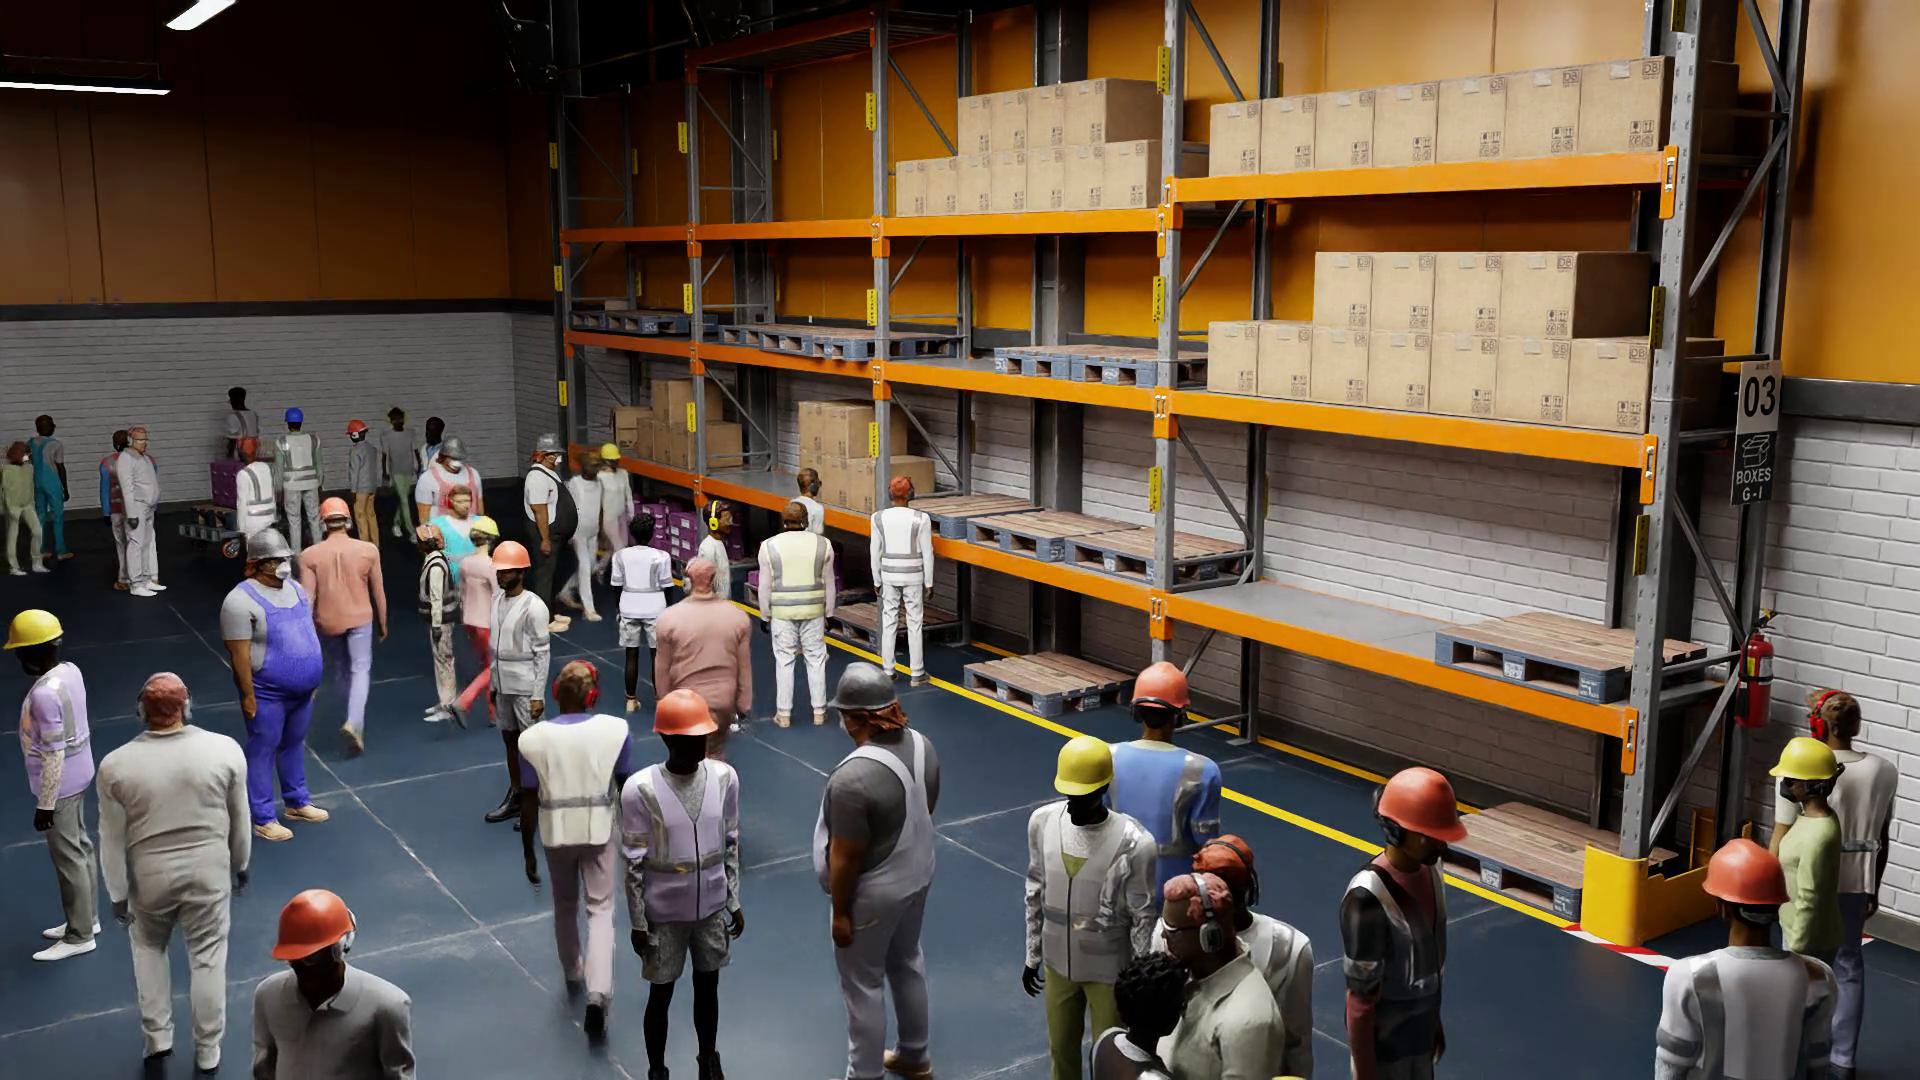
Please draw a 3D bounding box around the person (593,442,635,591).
[{"bbox_3d":[-3.933,-0.250,18.757,0.735,1.733,0.543,5,11,29],"label":"person"}]

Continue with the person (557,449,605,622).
[{"bbox_3d":[-4.007,-0.072,17.505,0.712,1.816,0.549,6,12,33],"label":"person"}]

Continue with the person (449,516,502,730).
[{"bbox_3d":[-3.856,0.685,13.313,0.545,1.728,0.611,8,12,38],"label":"person"}]

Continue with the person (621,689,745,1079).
[{"bbox_3d":[-1.202,1.600,7.318,0.546,1.942,0.348,-6,12,-33],"label":"person"}]

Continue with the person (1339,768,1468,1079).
[{"bbox_3d":[1.592,1.787,5.981,0.409,2.028,0.618,8,12,38],"label":"person"}]

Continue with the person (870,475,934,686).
[{"bbox_3d":[-0.504,0.362,14.751,0.575,1.884,0.355,2,10,14],"label":"person"}]

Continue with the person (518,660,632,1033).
[{"bbox_3d":[-1.904,1.504,8.305,0.556,1.805,0.906,-2,10,-11],"label":"person"}]

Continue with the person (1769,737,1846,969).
[{"bbox_3d":[3.630,1.713,7.193,0.340,1.760,0.525,5,11,26],"label":"person"}]

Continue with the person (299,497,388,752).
[{"bbox_3d":[-4.768,0.651,12.904,0.640,1.948,0.933,-3,10,-18],"label":"person"}]

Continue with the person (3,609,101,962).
[{"bbox_3d":[-4.915,1.316,9.035,0.369,1.925,0.586,-3,10,-18],"label":"person"}]

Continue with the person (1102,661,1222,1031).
[{"bbox_3d":[0.869,1.544,7.388,0.609,2.035,0.415,4,11,24],"label":"person"}]

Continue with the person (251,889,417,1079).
[{"bbox_3d":[-2.093,1.996,5.541,0.564,1.751,0.342,2,10,9],"label":"person"}]

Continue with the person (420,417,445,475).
[{"bbox_3d":[-6.178,-0.508,19.754,0.591,1.922,0.392,6,11,33],"label":"person"}]

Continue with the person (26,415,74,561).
[{"bbox_3d":[-11.435,-0.651,20.858,0.502,1.837,0.341,1,10,7],"label":"person"}]

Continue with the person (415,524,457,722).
[{"bbox_3d":[-4.296,0.672,13.679,0.313,1.634,0.514,-3,10,-18],"label":"person"}]

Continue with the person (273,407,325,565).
[{"bbox_3d":[-8.179,-0.665,20.593,0.603,1.949,0.389,-8,13,-40],"label":"person"}]

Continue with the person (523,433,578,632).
[{"bbox_3d":[-4.161,-0.091,16.955,0.535,2.000,0.681,-1,10,-8],"label":"person"}]

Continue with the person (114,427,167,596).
[{"bbox_3d":[-9.223,-0.327,18.745,0.402,1.904,0.639,-1,10,-7],"label":"person"}]

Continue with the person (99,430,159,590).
[{"bbox_3d":[-9.519,-0.346,19.074,0.431,1.835,0.623,9,13,42],"label":"person"}]

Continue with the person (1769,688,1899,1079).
[{"bbox_3d":[3.982,1.599,7.631,0.562,1.838,0.388,-1,10,-5],"label":"person"}]

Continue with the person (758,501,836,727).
[{"bbox_3d":[-1.322,0.599,13.494,0.627,1.839,0.429,-2,10,-11],"label":"person"}]

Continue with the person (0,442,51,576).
[{"bbox_3d":[-11.153,-0.365,19.807,0.572,1.612,0.515,3,10,19],"label":"person"}]

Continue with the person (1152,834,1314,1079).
[{"bbox_3d":[0.911,1.910,5.699,0.595,1.877,0.373,5,11,27],"label":"person"}]

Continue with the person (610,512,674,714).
[{"bbox_3d":[-2.623,0.614,13.823,0.538,1.695,0.320,2,10,11],"label":"person"}]

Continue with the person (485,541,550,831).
[{"bbox_3d":[-2.956,0.961,11.066,0.552,1.942,0.343,8,12,38],"label":"person"}]

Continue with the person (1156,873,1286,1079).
[{"bbox_3d":[0.768,1.971,5.288,0.400,1.896,0.653,-2,10,-13],"label":"person"}]

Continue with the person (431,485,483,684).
[{"bbox_3d":[-4.346,0.426,14.620,0.588,1.800,0.943,-9,13,-44],"label":"person"}]

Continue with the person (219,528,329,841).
[{"bbox_3d":[-4.460,0.931,10.956,0.537,2.000,0.682,3,10,16],"label":"person"}]

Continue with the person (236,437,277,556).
[{"bbox_3d":[-7.650,-0.191,18.031,0.407,1.870,0.617,1,10,8],"label":"person"}]

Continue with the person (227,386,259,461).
[{"bbox_3d":[-10.294,-1.231,23.889,0.390,1.963,0.621,1,10,7],"label":"person"}]

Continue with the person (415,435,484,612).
[{"bbox_3d":[-5.145,-0.088,16.934,0.537,2.000,0.698,9,13,44],"label":"person"}]

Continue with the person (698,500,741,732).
[{"bbox_3d":[-1.938,0.601,13.393,0.318,1.870,0.531,-1,10,-6],"label":"person"}]

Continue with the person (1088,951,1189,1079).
[{"bbox_3d":[0.549,2.094,5.163,0.320,1.692,0.537,-3,10,-15],"label":"person"}]

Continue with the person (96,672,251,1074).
[{"bbox_3d":[-3.644,1.549,7.770,0.641,1.891,0.510,-5,11,-27],"label":"person"}]

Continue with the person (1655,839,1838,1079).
[{"bbox_3d":[2.530,1.924,5.450,0.544,1.930,0.388,0,10,3],"label":"person"}]

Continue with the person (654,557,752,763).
[{"bbox_3d":[-1.619,1.052,10.733,0.635,1.875,0.812,-6,11,-32],"label":"person"}]

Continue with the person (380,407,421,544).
[{"bbox_3d":[-7.497,-0.887,22.307,0.506,1.827,0.968,-8,13,-39],"label":"person"}]

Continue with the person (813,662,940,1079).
[{"bbox_3d":[-0.404,1.524,7.470,0.536,2.000,0.683,6,11,32],"label":"person"}]

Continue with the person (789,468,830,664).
[{"bbox_3d":[-1.428,0.241,15.615,0.345,1.838,0.507,-9,13,-43],"label":"person"}]

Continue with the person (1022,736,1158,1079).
[{"bbox_3d":[0.509,1.712,6.736,0.585,1.918,0.394,7,12,34],"label":"person"}]

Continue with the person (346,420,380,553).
[{"bbox_3d":[-7.636,-0.667,21.218,0.354,1.738,0.574,1,10,7],"label":"person"}]
